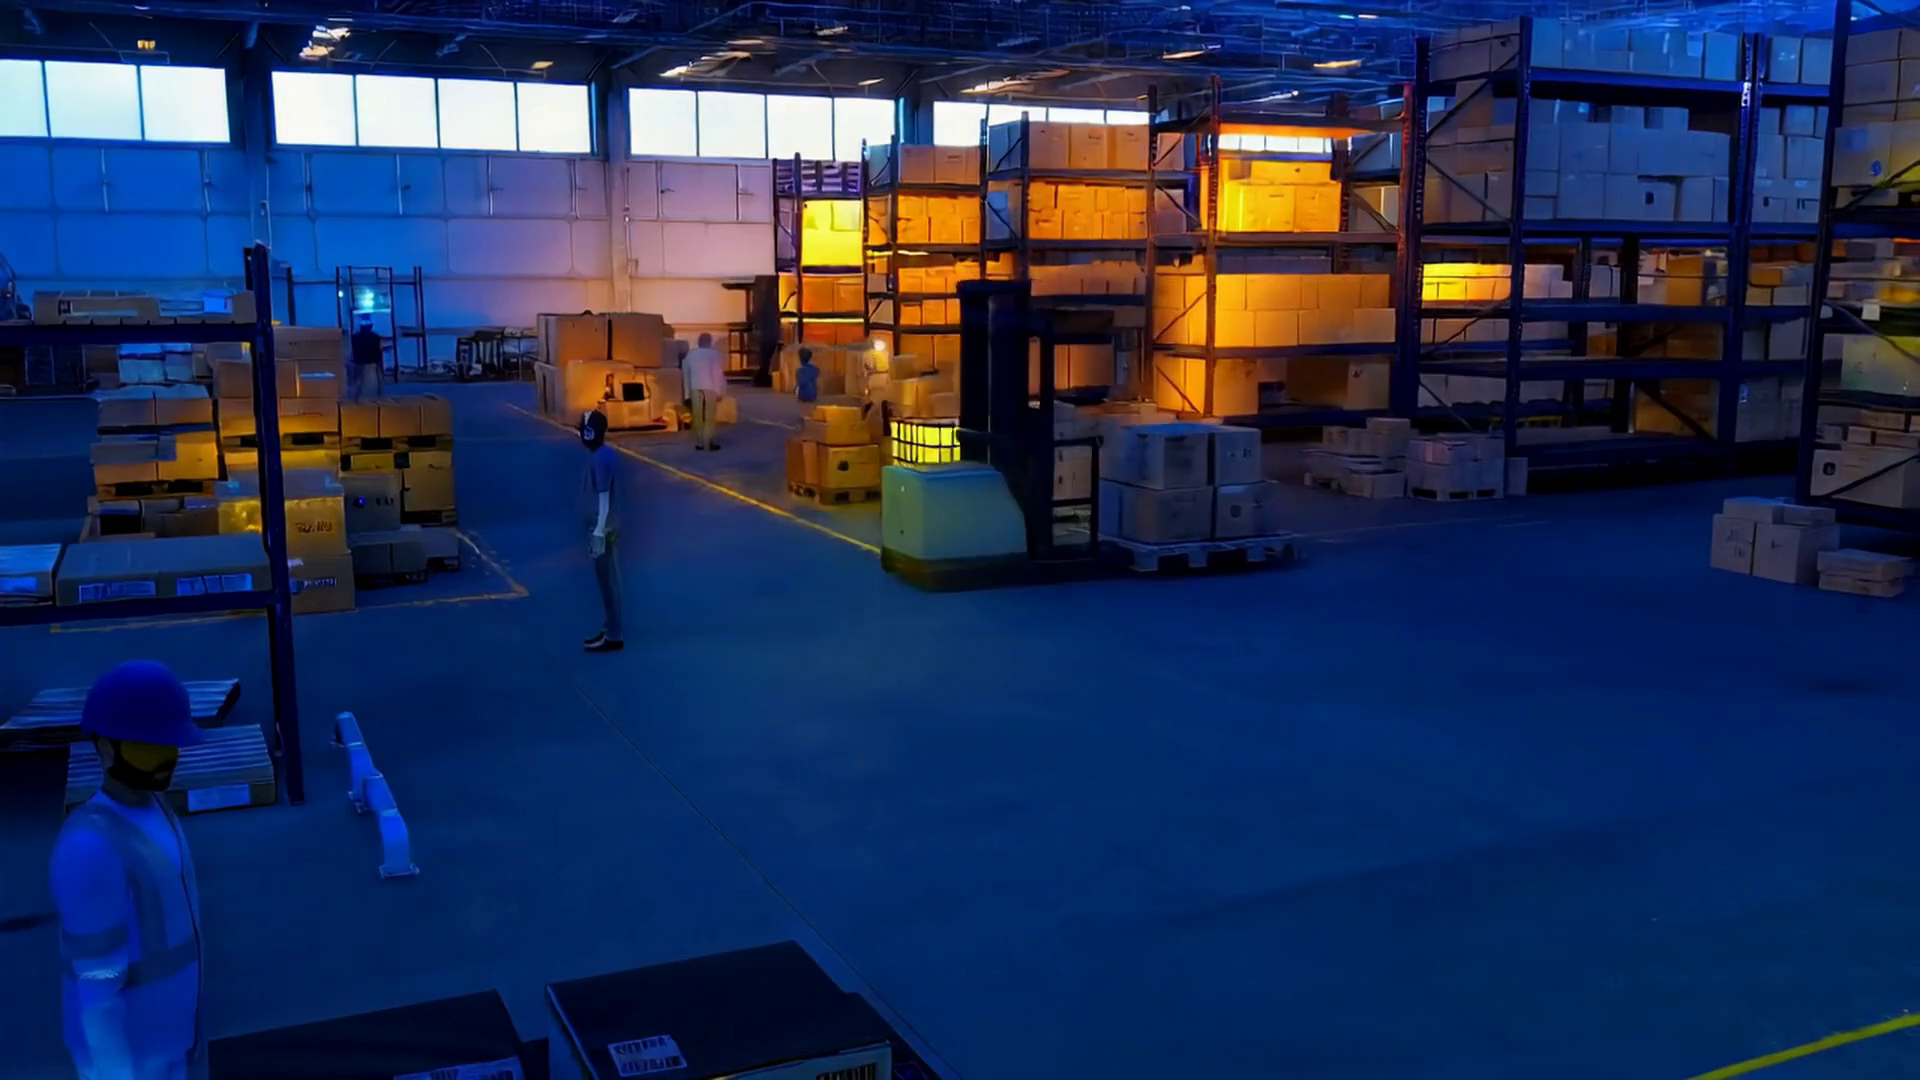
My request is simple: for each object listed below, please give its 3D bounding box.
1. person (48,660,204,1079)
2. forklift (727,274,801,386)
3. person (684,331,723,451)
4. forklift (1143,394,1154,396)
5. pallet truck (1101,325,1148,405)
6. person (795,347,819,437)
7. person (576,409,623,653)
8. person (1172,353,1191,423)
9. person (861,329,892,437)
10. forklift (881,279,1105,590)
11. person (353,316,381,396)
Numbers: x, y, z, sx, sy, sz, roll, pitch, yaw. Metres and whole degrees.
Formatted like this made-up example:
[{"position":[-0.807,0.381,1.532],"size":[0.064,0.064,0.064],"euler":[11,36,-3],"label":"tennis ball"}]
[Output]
[{"position":[-2.061,1.253,4.239],"size":[0.375,1.934,0.547],"euler":[-2,9,-9],"label":"person"},{"position":[-4.890,-5.340,42.218],"size":[1.873,2.768,1.129],"euler":[-4,10,-25],"label":"forklift"},{"position":[-4.142,-2.412,26.966],"size":[0.638,1.936,0.356],"euler":[2,9,14],"label":"person"},{"position":[4.613,-4.667,38.043],"size":[1.129,2.768,1.873],"euler":[-4,10,-25],"label":"forklift"},{"position":[2.881,-2.596,27.923],"size":[0.823,1.965,1.885],"euler":[-1,9,-7],"label":"pallet truck"},{"position":[-2.463,-2.309,27.152],"size":[0.649,1.679,0.538],"euler":[6,11,32],"label":"person"},{"position":[-2.745,-0.067,12.654],"size":[0.331,1.865,0.519],"euler":[-1,9,-6],"label":"person"},{"position":[4.264,-3.168,31.955],"size":[0.429,1.842,0.637],"euler":[7,12,38],"label":"person"},{"position":[-1.493,-2.779,29.379],"size":[0.553,1.911,0.933],"euler":[-7,12,-38],"label":"person"},{"position":[0.283,-1.039,15.536],"size":[1.873,2.768,1.129],"euler":[-4,10,-25],"label":"forklift"},{"position":[-12.865,-3.875,35.993],"size":[0.897,1.964,0.619],"euler":[9,13,44],"label":"person"}]
